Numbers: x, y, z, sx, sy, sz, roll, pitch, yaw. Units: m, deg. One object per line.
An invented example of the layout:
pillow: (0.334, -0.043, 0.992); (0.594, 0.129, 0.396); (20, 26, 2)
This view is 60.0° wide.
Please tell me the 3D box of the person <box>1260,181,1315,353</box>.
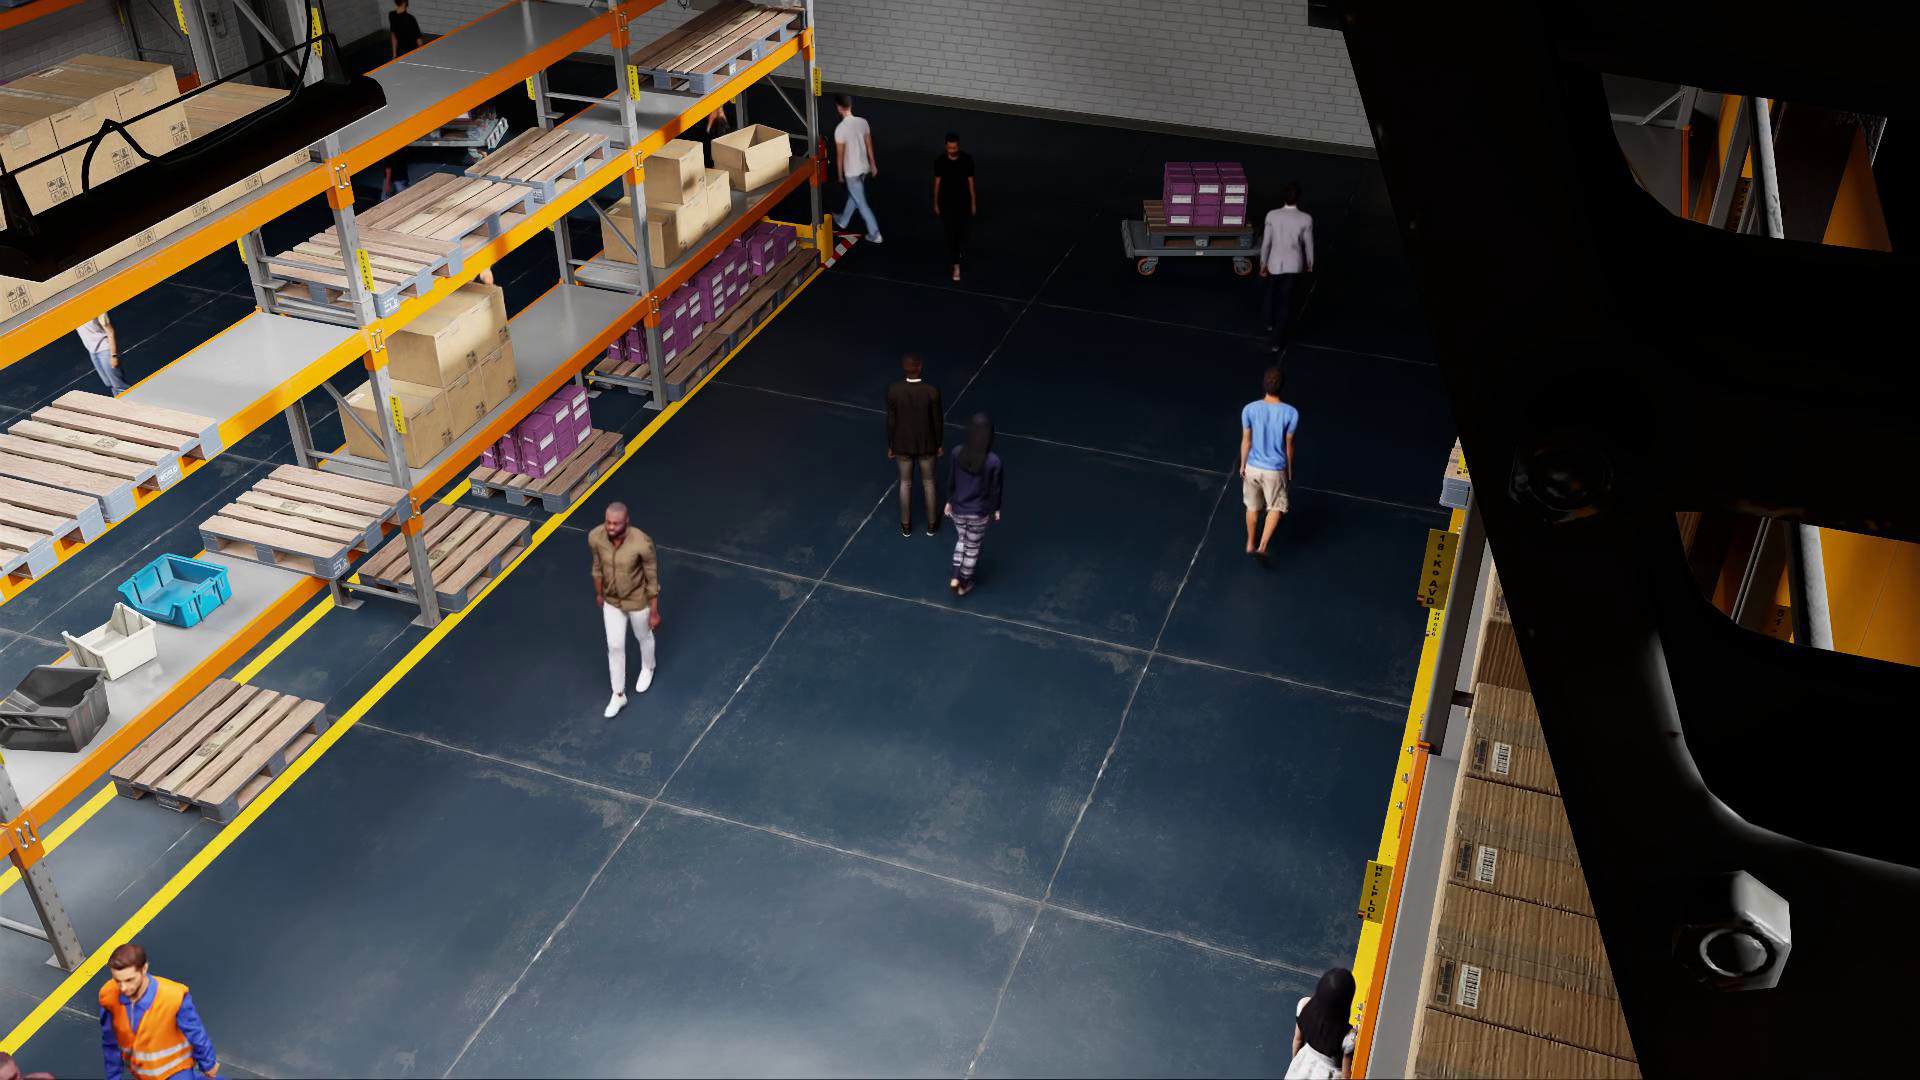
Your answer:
person: (3.462, -2.891, 17.828); (0.731, 1.820, 0.985); (15, 36, 21)

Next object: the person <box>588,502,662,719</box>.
person: (-2.539, 0.416, 12.868); (0.829, 1.804, 0.979); (7, 34, 10)

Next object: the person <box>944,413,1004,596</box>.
person: (0.071, -0.226, 13.921); (0.649, 1.706, 0.605); (11, 35, 16)

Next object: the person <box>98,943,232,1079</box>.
person: (-4.368, 2.842, 9.197); (0.897, 1.826, 1.277); (3, 34, 4)

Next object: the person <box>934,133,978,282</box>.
person: (-0.072, -3.973, 19.540); (0.967, 1.726, 1.159); (-5, 34, -7)

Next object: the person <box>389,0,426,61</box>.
person: (-7.987, -6.911, 23.875); (0.783, 1.822, 1.079); (18, 37, 24)

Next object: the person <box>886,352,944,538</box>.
person: (-0.392, -0.839, 14.758); (0.722, 1.801, 0.673); (2, 34, 3)

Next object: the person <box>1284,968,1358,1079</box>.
person: (1.947, 2.989, 9.028); (0.802, 1.769, 0.777); (-24, 41, -32)

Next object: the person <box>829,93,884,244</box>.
person: (-1.204, -4.459, 20.216); (1.044, 1.788, 1.234); (26, 42, 34)

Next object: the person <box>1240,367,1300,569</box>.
person: (2.635, -0.587, 14.334); (0.645, 1.850, 0.906); (12, 35, 18)
